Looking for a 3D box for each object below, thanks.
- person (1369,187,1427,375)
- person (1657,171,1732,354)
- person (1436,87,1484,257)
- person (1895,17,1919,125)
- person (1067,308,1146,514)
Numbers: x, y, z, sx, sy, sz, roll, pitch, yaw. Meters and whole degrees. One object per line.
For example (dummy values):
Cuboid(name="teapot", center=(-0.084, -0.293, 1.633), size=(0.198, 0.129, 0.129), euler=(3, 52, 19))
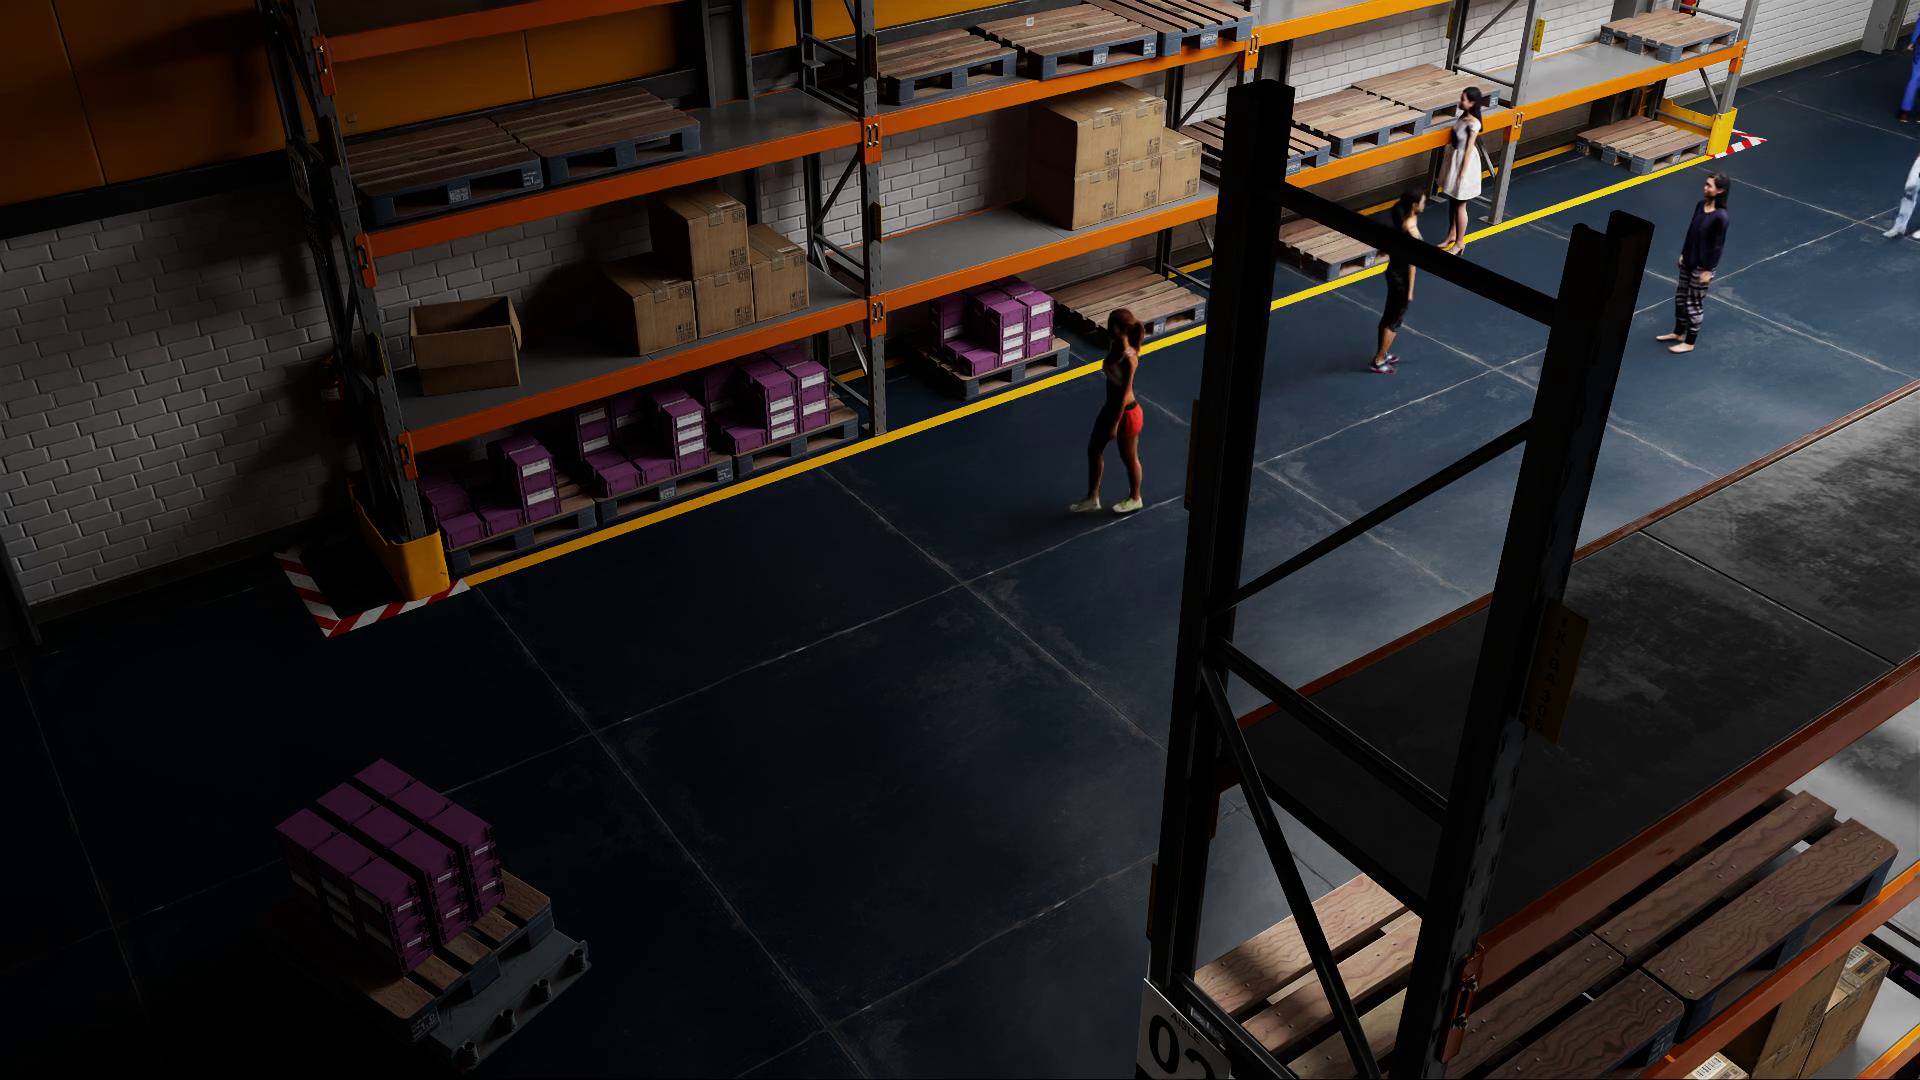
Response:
Cuboid(name="person", center=(3.919, -2.339, 14.912), size=(0.703, 1.739, 0.678), euler=(-5, 34, -8))
Cuboid(name="person", center=(6.781, -2.552, 15.237), size=(0.658, 1.733, 0.679), euler=(-6, 34, -8))
Cuboid(name="person", center=(5.128, -3.766, 17.031), size=(0.813, 1.769, 0.782), euler=(-1, 34, -1))
Cuboid(name="person", center=(11.948, -6.064, 20.402), size=(0.793, 1.864, 0.795), euler=(14, 36, 20))
Cuboid(name="person", center=(1.324, -0.967, 12.821), size=(0.896, 1.767, 0.700), euler=(-13, 36, -18))
